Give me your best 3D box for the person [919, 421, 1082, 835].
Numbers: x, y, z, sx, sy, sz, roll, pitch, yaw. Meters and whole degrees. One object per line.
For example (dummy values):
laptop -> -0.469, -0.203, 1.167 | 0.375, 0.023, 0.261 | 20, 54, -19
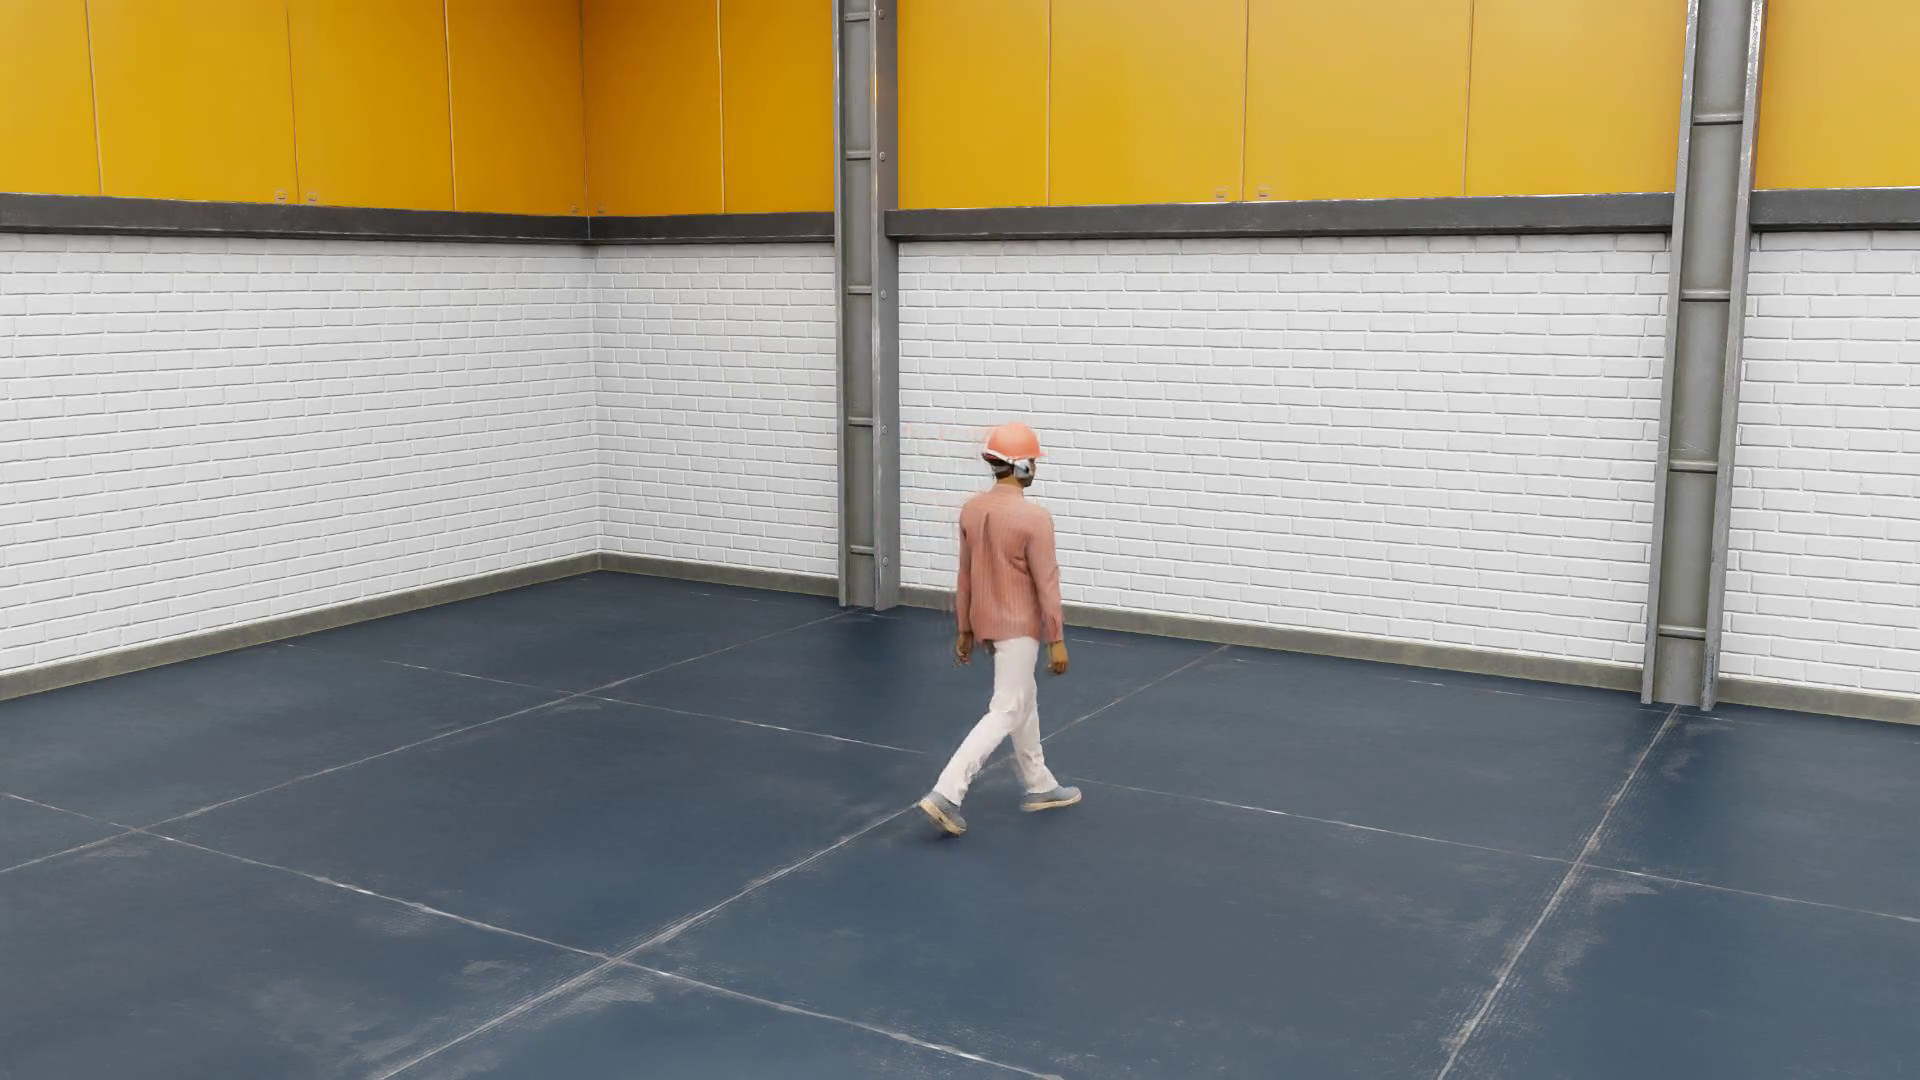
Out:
person -> 0.193, 0.413, 7.925 | 0.975, 1.964, 0.620 | -6, 11, -34
